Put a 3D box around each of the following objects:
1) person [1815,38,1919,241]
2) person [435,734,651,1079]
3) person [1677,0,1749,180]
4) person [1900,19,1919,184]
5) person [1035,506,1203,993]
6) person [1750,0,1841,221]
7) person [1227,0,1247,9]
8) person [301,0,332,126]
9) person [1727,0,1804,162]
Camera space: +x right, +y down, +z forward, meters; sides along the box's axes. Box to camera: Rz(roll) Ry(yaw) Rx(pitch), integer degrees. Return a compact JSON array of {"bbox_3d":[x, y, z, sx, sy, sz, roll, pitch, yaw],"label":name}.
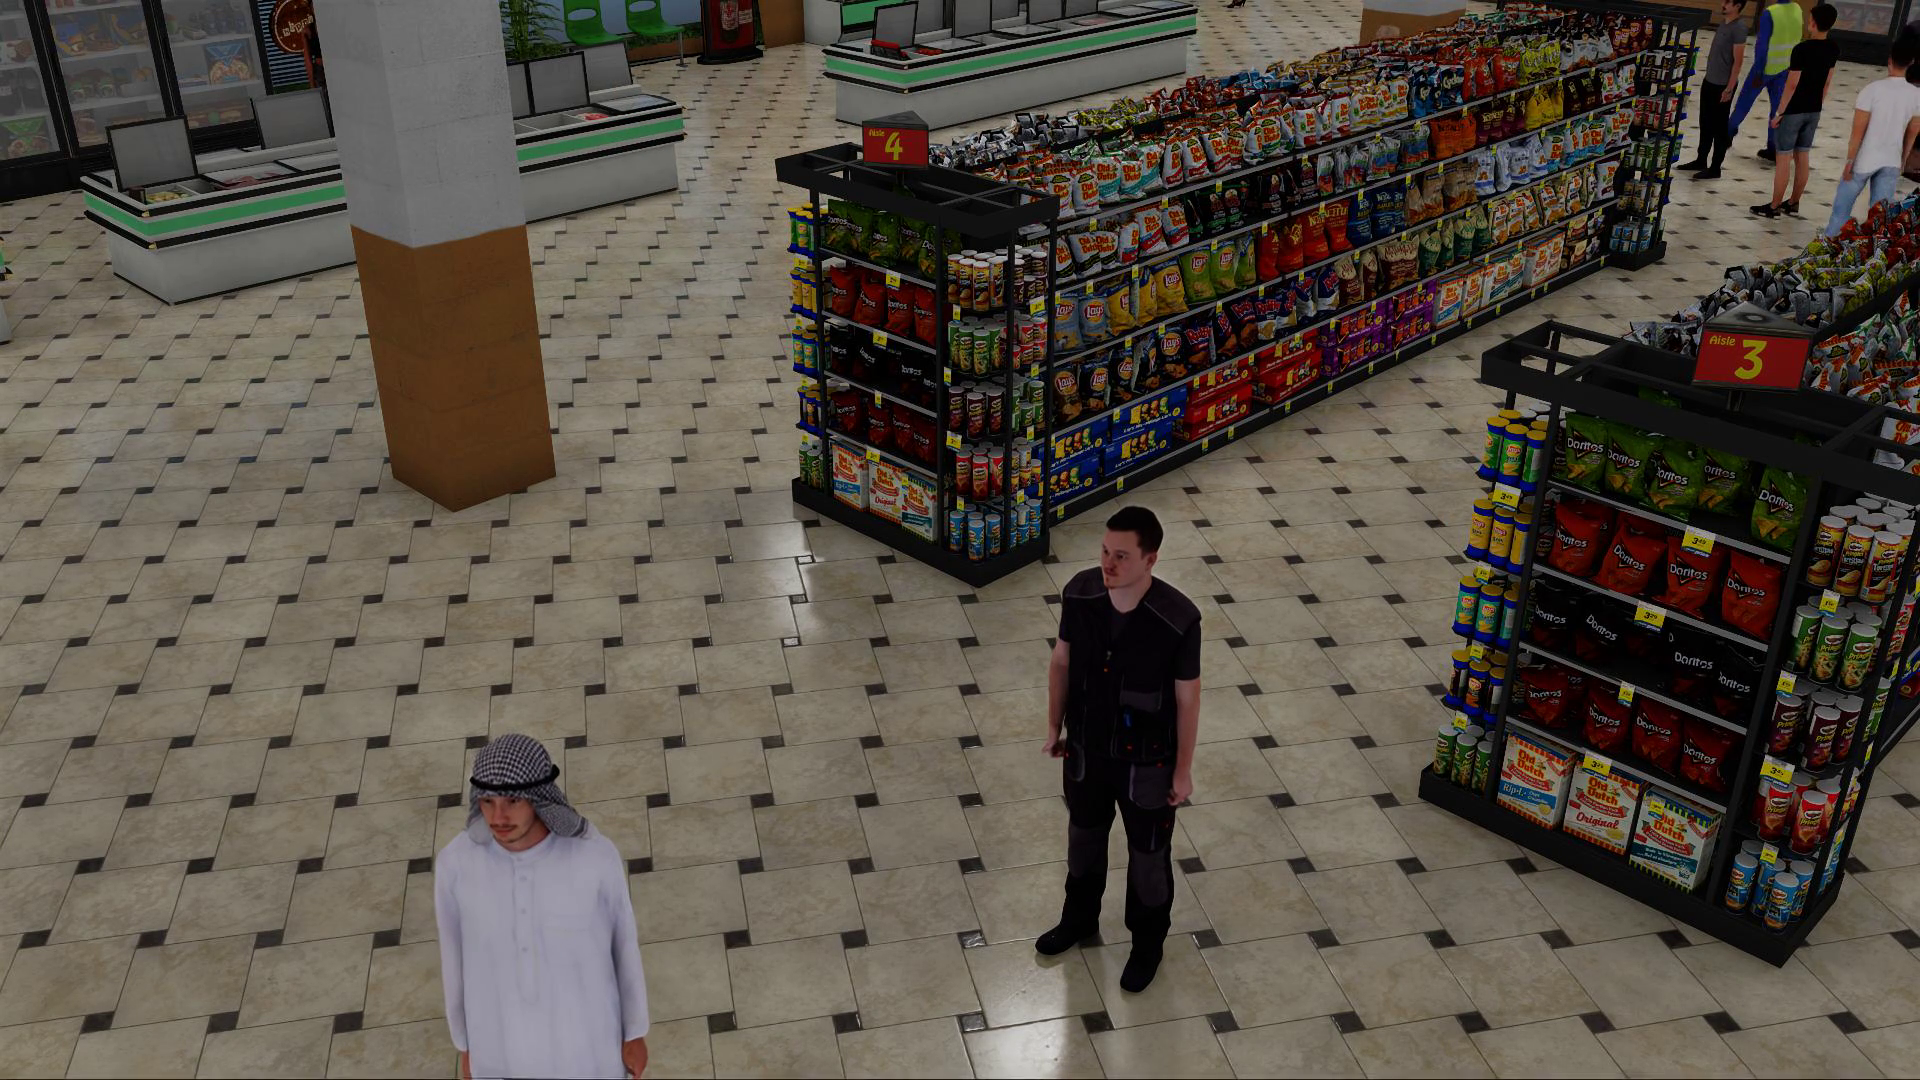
[{"bbox_3d":[7.161,-2.905,12.968,1.085,1.814,1.248,5,27,10],"label":"person"},{"bbox_3d":[-1.101,1.337,4.480,0.783,1.926,0.861,-3,27,-5],"label":"person"},{"bbox_3d":[7.291,-4.377,15.936,0.744,1.754,0.693,-1,27,-3],"label":"person"},{"bbox_3d":[8.991,-4.342,15.792,0.882,1.822,0.945,-5,27,-9],"label":"person"},{"bbox_3d":[0.565,0.722,5.782,0.768,1.845,0.653,17,32,30],"label":"person"},{"bbox_3d":[7.399,-3.764,14.626,0.641,1.847,0.795,-10,29,-19],"label":"person"},{"bbox_3d":[4.182,-8.839,24.706,0.672,1.781,0.499,18,32,32],"label":"person"},{"bbox_3d":[-6.089,-4.431,16.102,0.580,1.701,0.702,-12,29,-22],"label":"person"},{"bbox_3d":[8.071,-4.629,16.418,1.189,1.769,1.121,-6,27,-12],"label":"person"}]
